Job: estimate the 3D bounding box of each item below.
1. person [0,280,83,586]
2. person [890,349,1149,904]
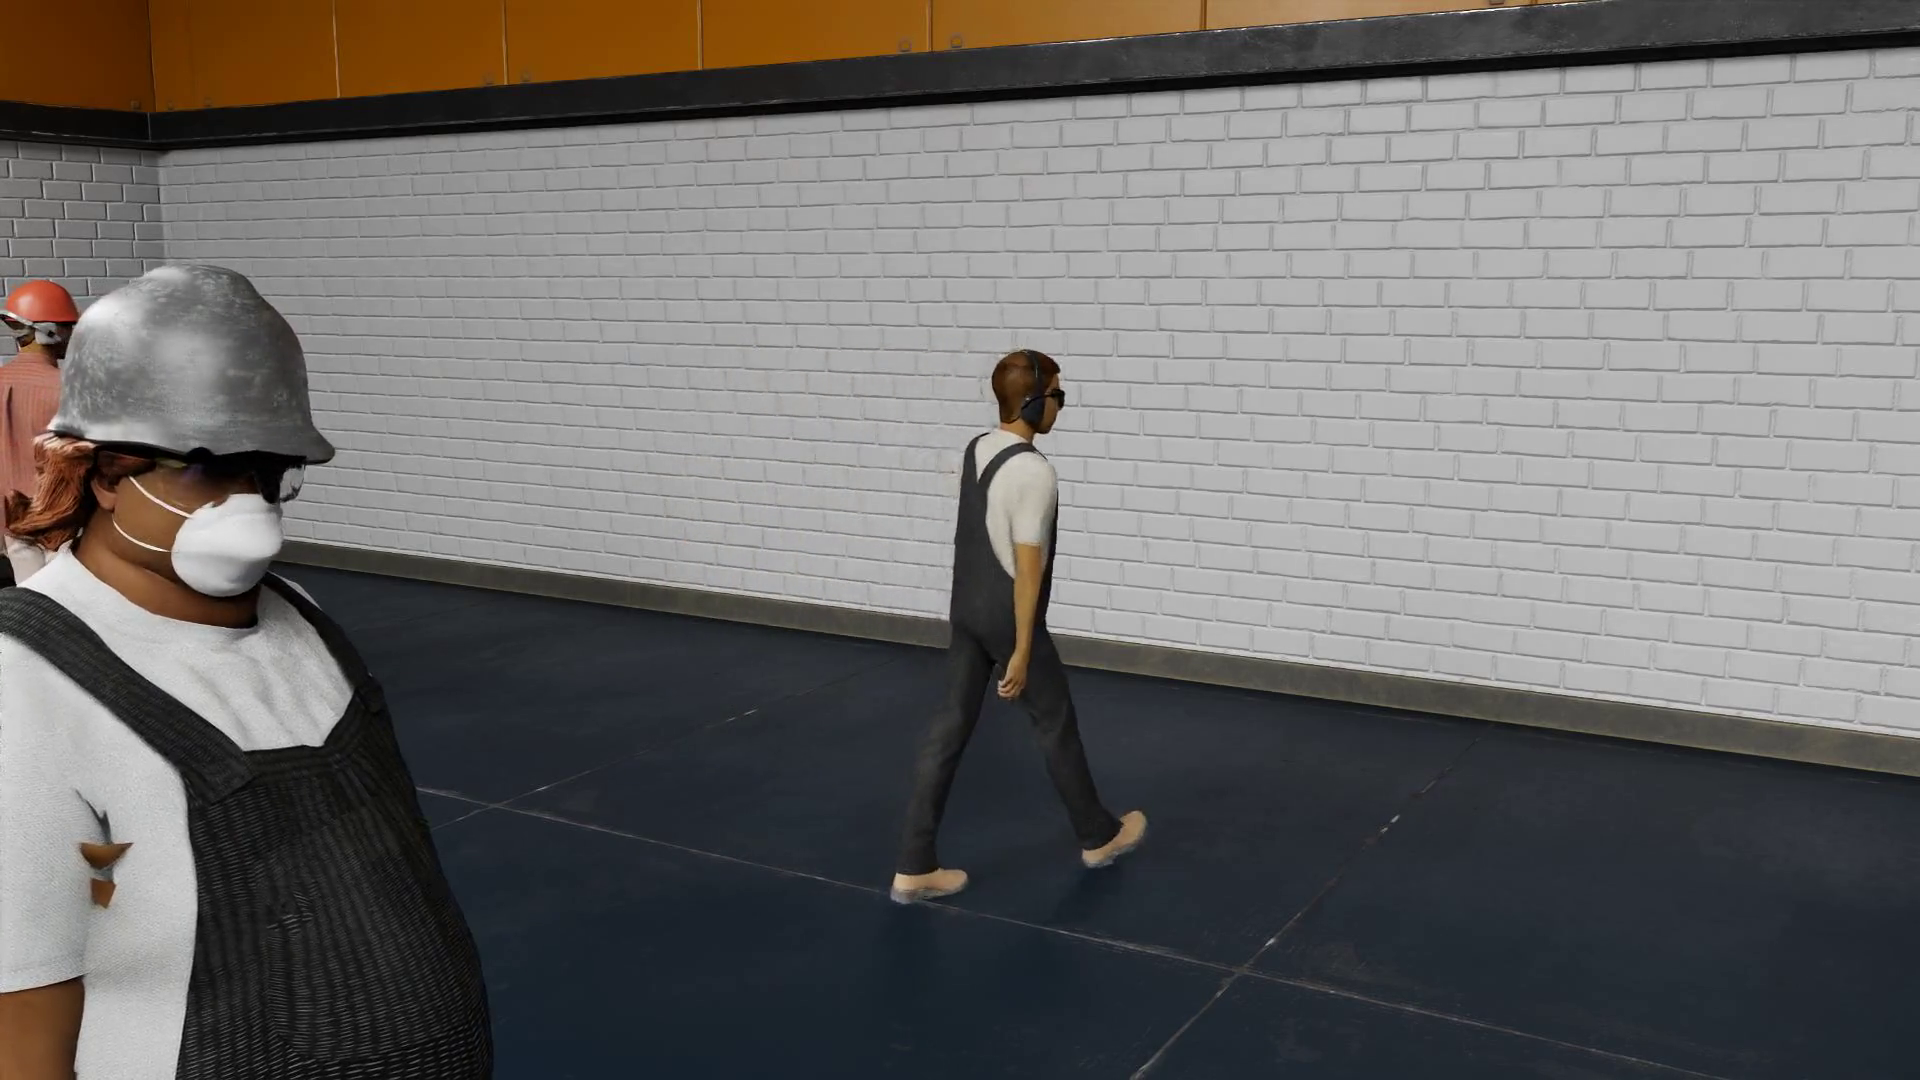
[{"bbox_3d":[-3.745,-0.067,6.883,0.623,1.991,0.382,4,10,22],"label":"person"},{"bbox_3d":[0.181,0.275,5.440,1.013,1.786,0.511,-7,11,-36],"label":"person"}]
